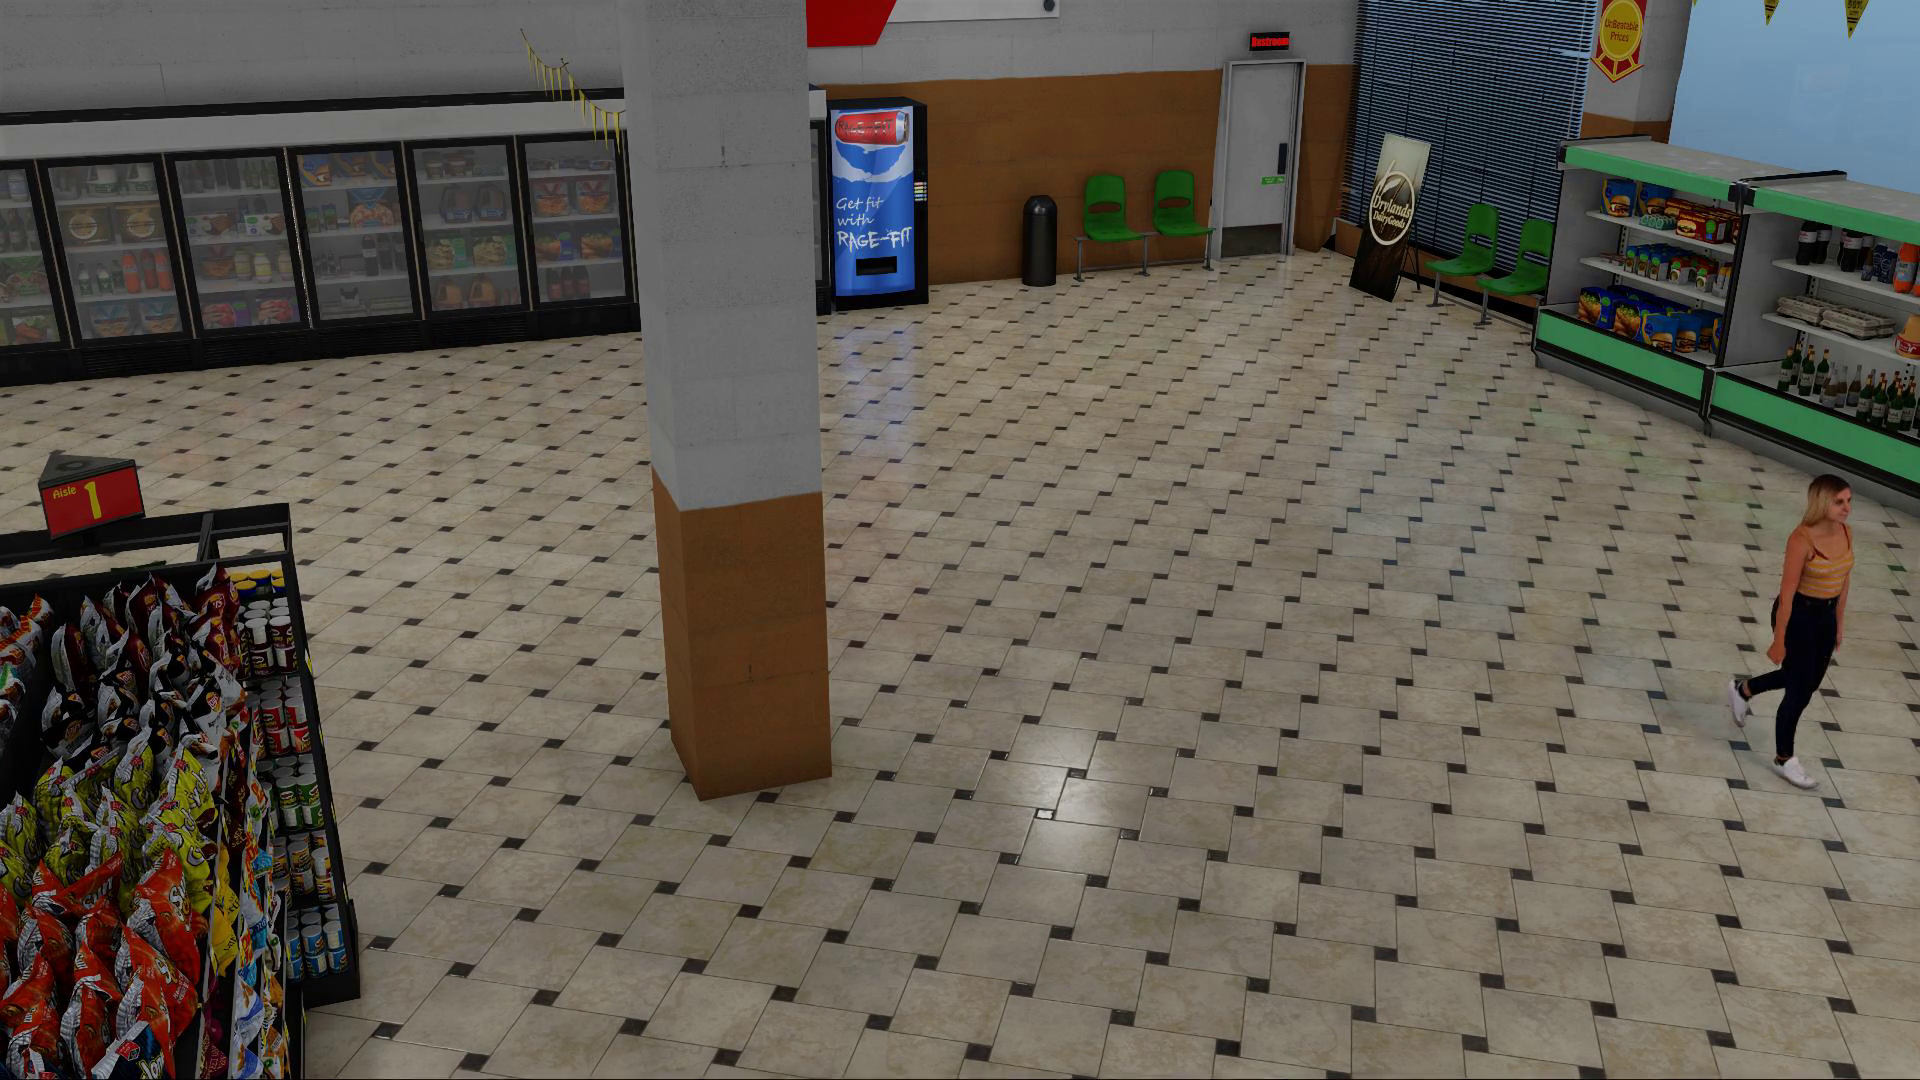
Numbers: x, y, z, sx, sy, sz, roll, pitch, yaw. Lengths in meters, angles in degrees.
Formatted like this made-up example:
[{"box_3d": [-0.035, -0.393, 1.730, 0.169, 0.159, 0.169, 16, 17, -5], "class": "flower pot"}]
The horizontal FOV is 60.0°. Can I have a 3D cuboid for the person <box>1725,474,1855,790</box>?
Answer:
[{"box_3d": [4.212, 0.412, 8.394, 0.637, 1.619, 0.913, -11, 25, -26], "class": "person"}]
